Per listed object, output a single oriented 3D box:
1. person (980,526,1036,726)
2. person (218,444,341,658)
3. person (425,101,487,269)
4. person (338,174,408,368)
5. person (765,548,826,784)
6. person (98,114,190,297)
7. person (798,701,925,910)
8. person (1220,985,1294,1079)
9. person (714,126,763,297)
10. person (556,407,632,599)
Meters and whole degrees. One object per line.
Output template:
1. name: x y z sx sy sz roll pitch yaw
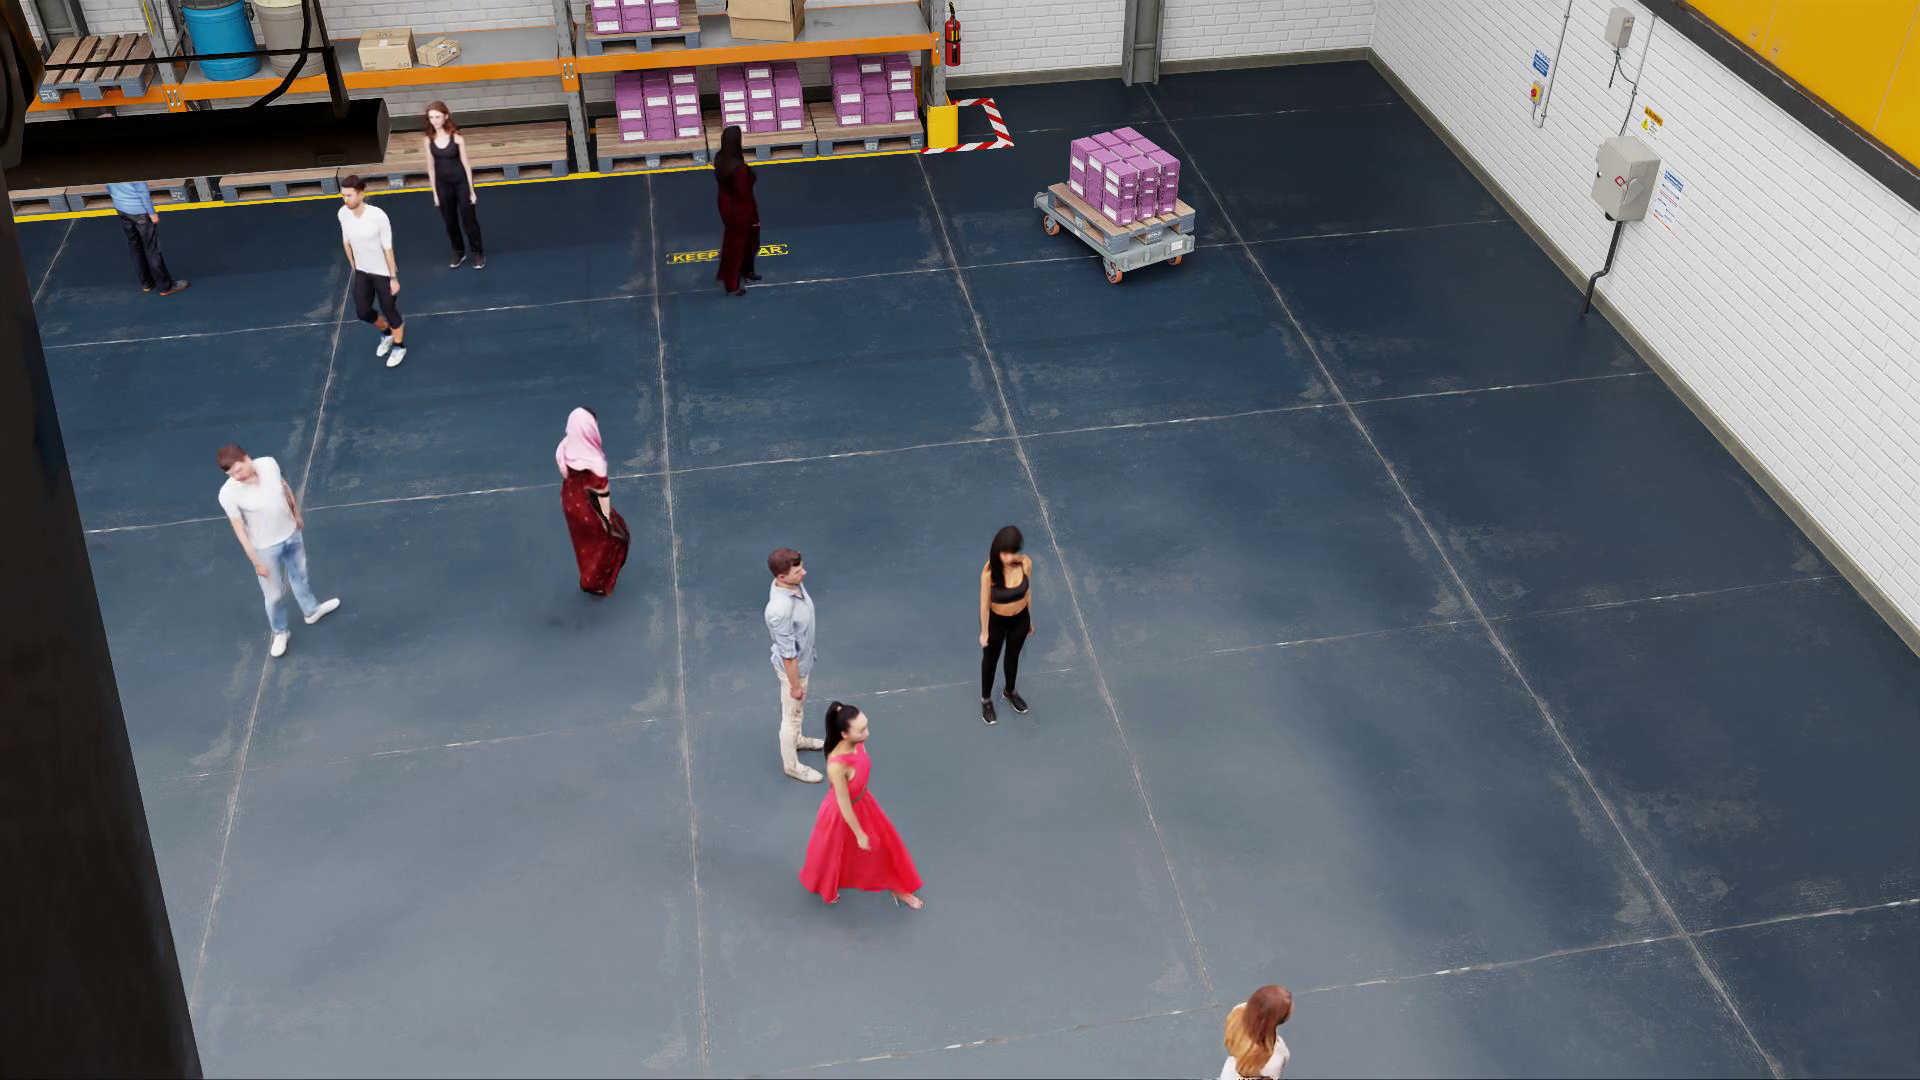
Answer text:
1. person: 0.310 0.545 11.315 0.509 1.641 0.663 -16 41 -19
2. person: -4.890 -0.049 11.915 0.869 1.820 0.886 9 39 11
3. person: -4.944 -3.484 16.279 0.486 1.742 0.657 -1 39 -1
4. person: -5.195 -2.451 14.906 0.730 1.841 0.832 7 39 9
5. person: -1.087 0.782 10.853 0.613 1.847 0.697 1 39 2
6. person: -7.891 -3.200 15.861 0.720 1.819 0.805 19 42 22
7. person: -0.754 1.612 9.939 1.107 1.691 0.935 15 41 18
8. person: 1.401 2.814 8.445 0.859 1.676 0.685 -14 41 -17
9. person: -2.202 -3.082 15.775 0.856 1.743 0.793 -17 42 -20
10. person: -2.801 -0.229 12.287 0.820 1.637 0.875 27 46 30
